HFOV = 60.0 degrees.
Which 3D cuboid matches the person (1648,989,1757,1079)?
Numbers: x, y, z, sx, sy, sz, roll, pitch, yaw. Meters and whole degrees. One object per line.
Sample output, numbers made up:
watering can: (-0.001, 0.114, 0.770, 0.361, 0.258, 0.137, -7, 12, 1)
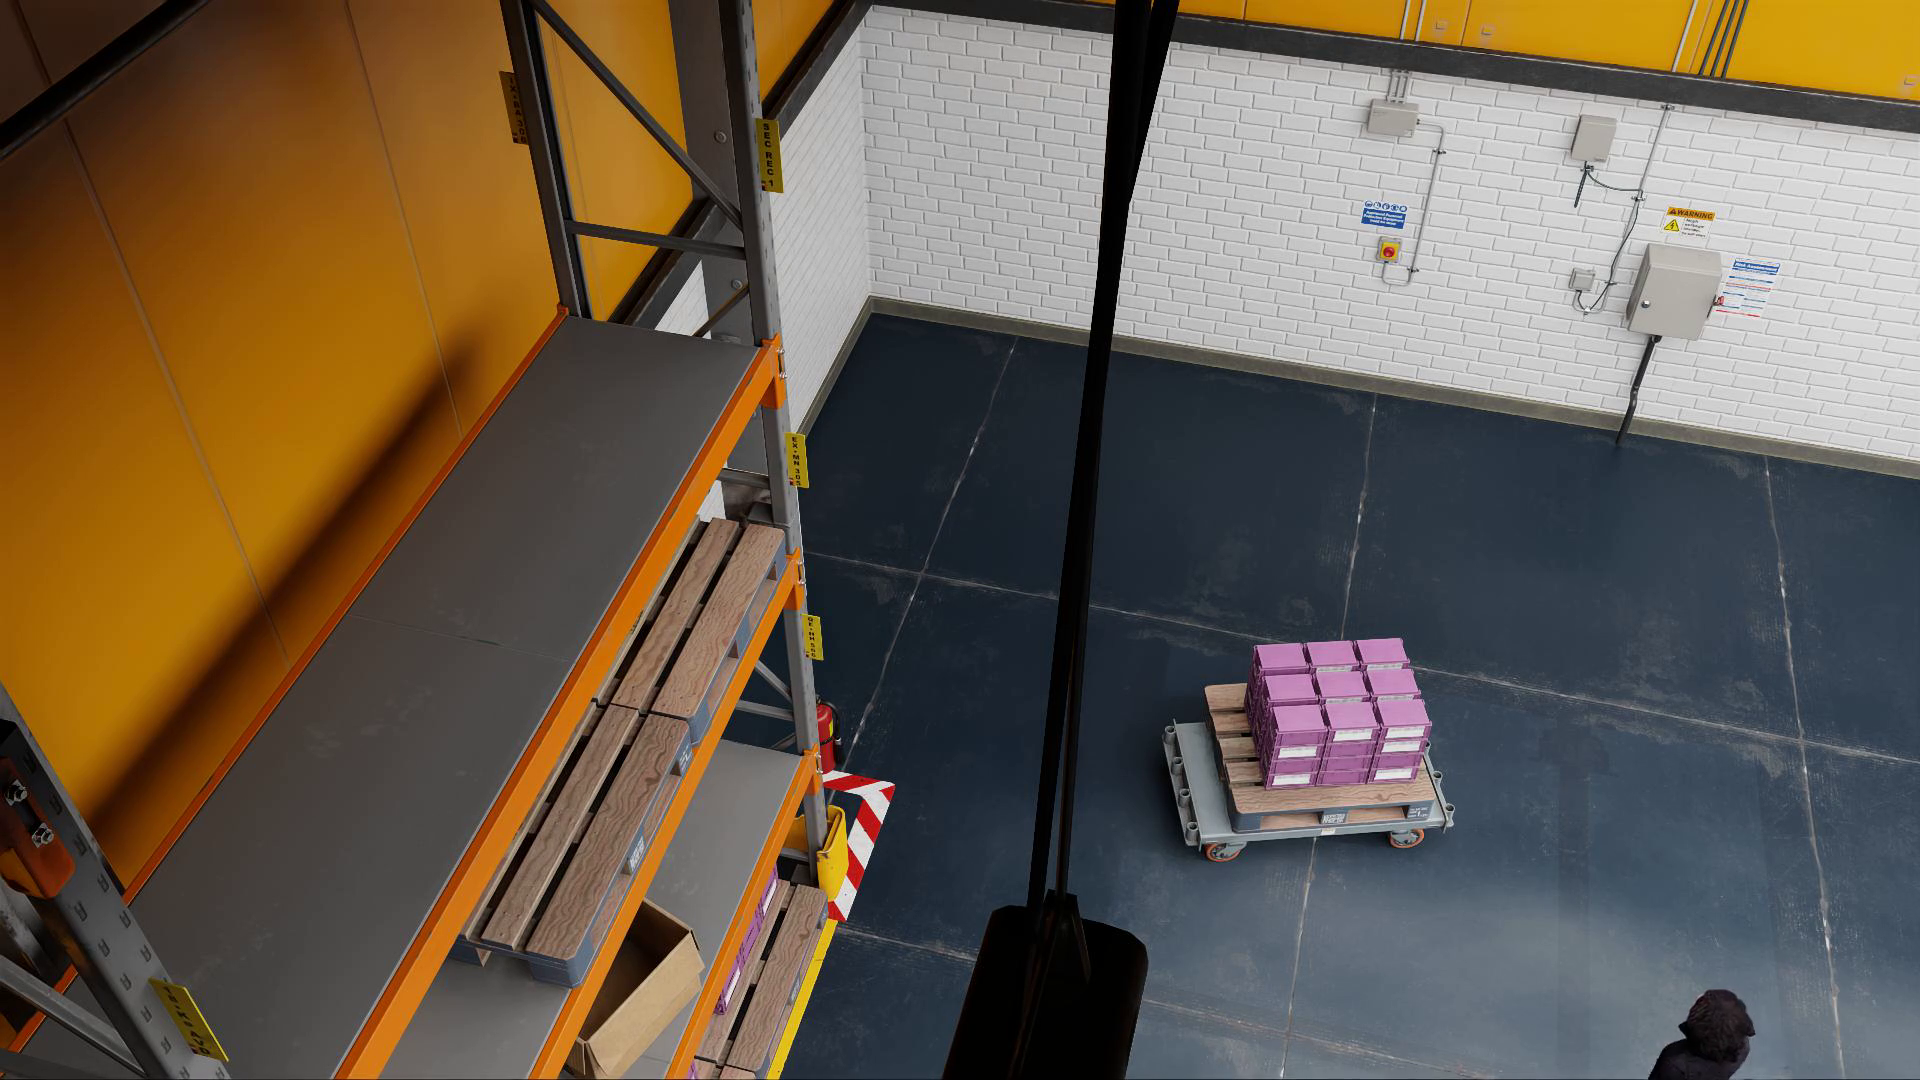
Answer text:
person: (3.498, 2.785, 8.038, 0.950, 1.816, 1.132, -10, 45, -11)
